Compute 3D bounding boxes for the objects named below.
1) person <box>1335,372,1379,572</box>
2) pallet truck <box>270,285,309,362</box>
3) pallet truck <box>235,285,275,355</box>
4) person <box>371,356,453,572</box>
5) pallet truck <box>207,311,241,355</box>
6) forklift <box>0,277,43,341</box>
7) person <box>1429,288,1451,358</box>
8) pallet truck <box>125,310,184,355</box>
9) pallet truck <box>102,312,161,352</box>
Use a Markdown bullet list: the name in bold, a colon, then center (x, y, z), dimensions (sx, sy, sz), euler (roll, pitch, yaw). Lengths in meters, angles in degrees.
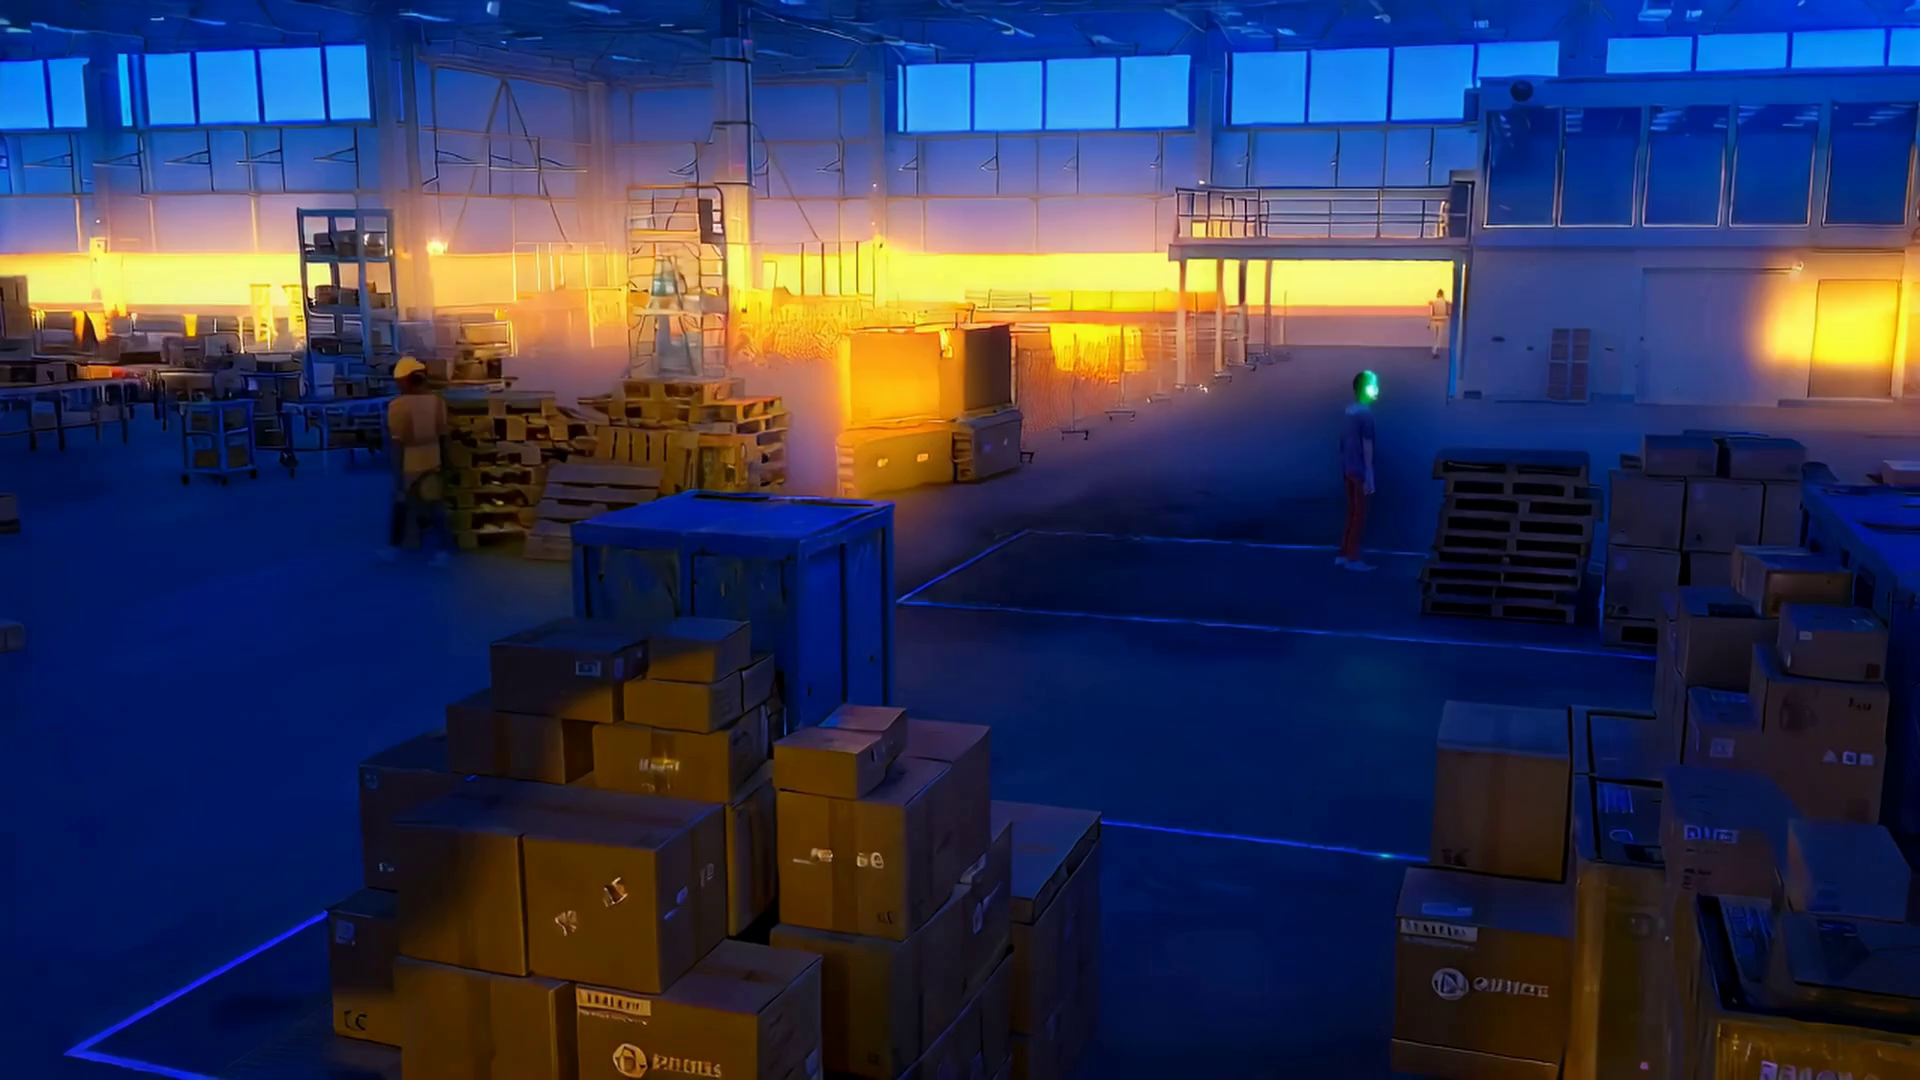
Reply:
- **person**: center (3.720, -0.635, 15.511), dimensions (0.310, 1.864, 0.534), euler (-2, 10, -12)
- **pallet truck**: center (-17.147, -5.700, 43.663), dimensions (0.823, 1.965, 1.885), euler (3, 11, 17)
- **pallet truck**: center (-18.327, -5.835, 44.421), dimensions (0.823, 1.965, 1.885), euler (4, 11, 23)
- **person**: center (-5.144, -0.710, 15.555), dimensions (1.031, 1.993, 0.624), euler (7, 12, 36)
- **pallet truck**: center (-19.537, -5.575, 44.913), dimensions (0.653, 1.274, 1.630), euler (3, 11, 19)
- **forklift**: center (-27.151, -6.329, 46.328), dimensions (1.157, 1.987, 2.680), euler (3, 11, 17)
- **person**: center (12.899, -5.822, 44.681), dimensions (0.572, 1.880, 0.356), euler (3, 11, 18)
- **pallet truck**: center (-22.038, -5.665, 45.457), dimensions (0.704, 1.261, 1.522), euler (3, 11, 17)
- **pallet truck**: center (-23.057, -5.777, 46.261), dimensions (0.680, 1.201, 1.601), euler (3, 11, 19)
